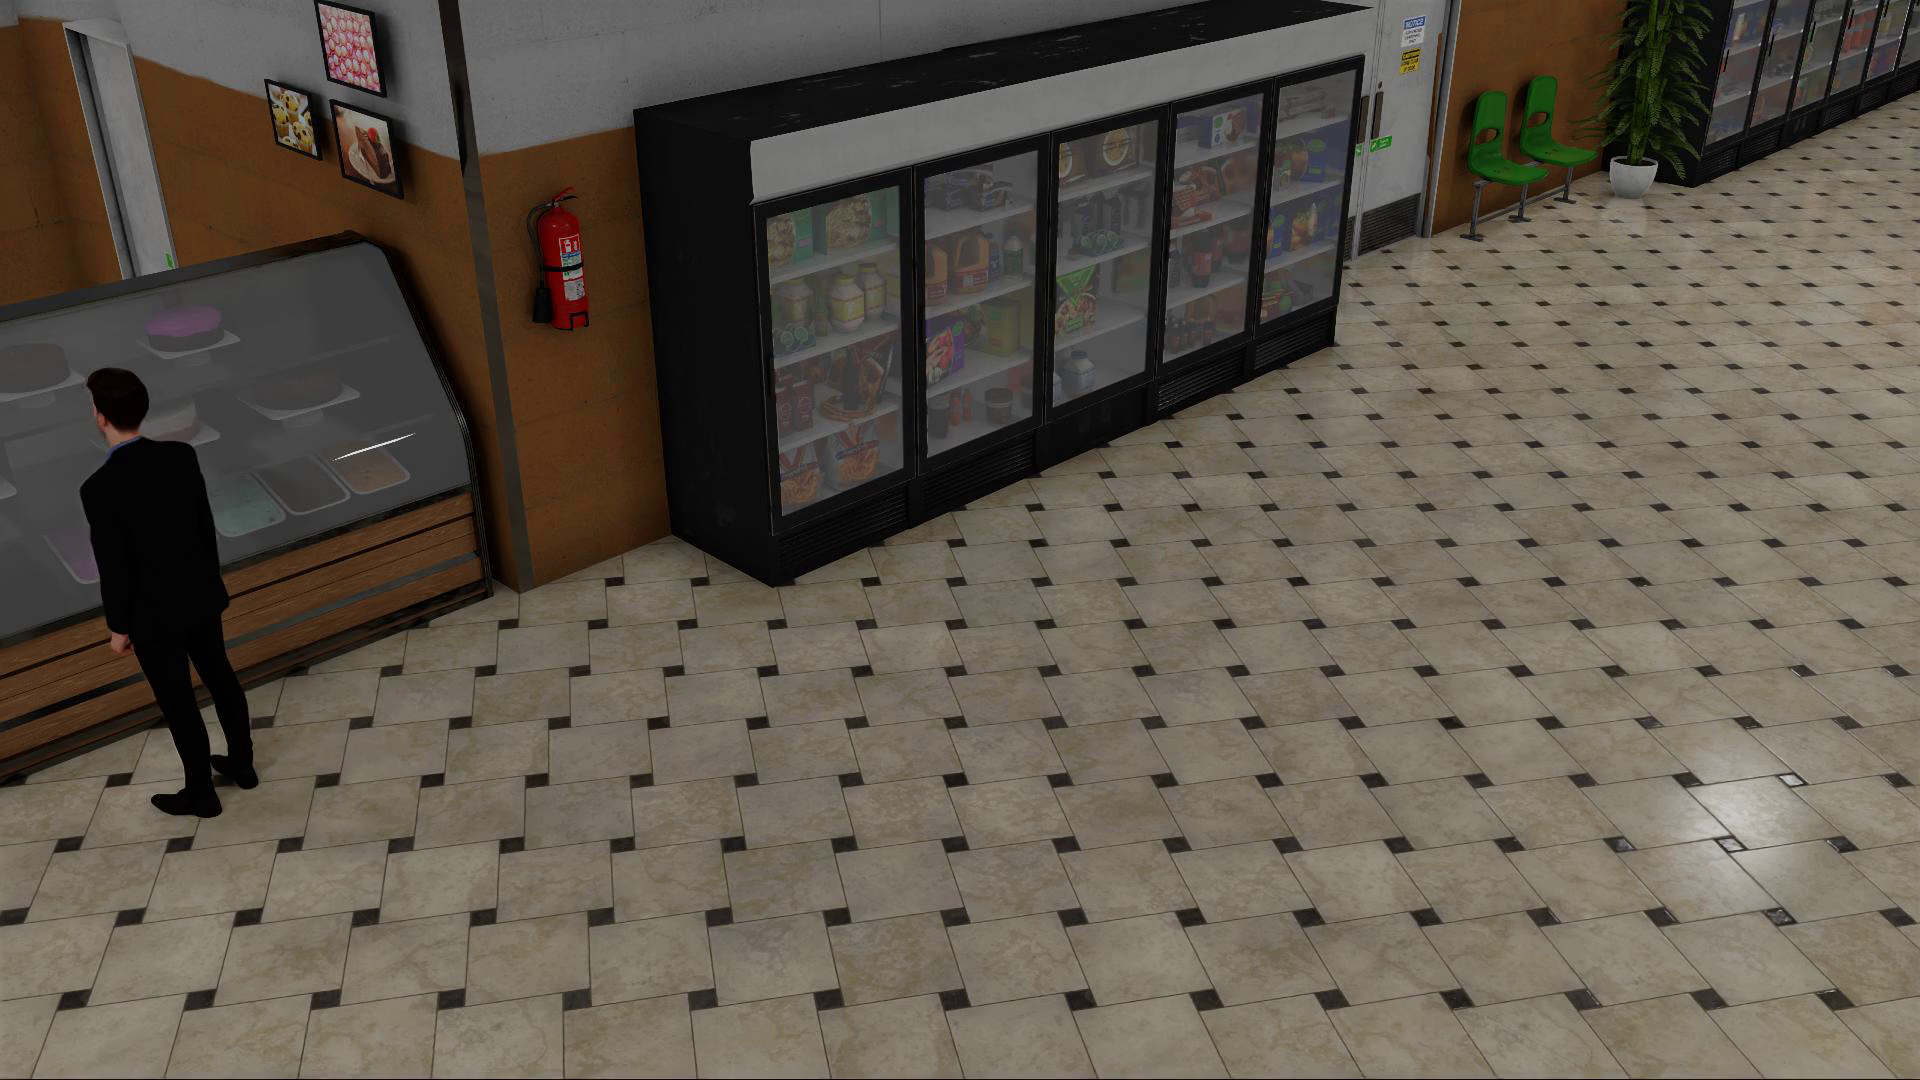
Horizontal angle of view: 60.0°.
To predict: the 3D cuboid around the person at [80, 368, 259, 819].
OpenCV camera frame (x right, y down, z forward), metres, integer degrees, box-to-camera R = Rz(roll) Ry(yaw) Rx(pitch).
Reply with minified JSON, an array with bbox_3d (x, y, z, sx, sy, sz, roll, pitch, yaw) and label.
[{"bbox_3d":[-3.087,0.222,6.497,0.744,1.894,0.771,11,29,21],"label":"person"}]
